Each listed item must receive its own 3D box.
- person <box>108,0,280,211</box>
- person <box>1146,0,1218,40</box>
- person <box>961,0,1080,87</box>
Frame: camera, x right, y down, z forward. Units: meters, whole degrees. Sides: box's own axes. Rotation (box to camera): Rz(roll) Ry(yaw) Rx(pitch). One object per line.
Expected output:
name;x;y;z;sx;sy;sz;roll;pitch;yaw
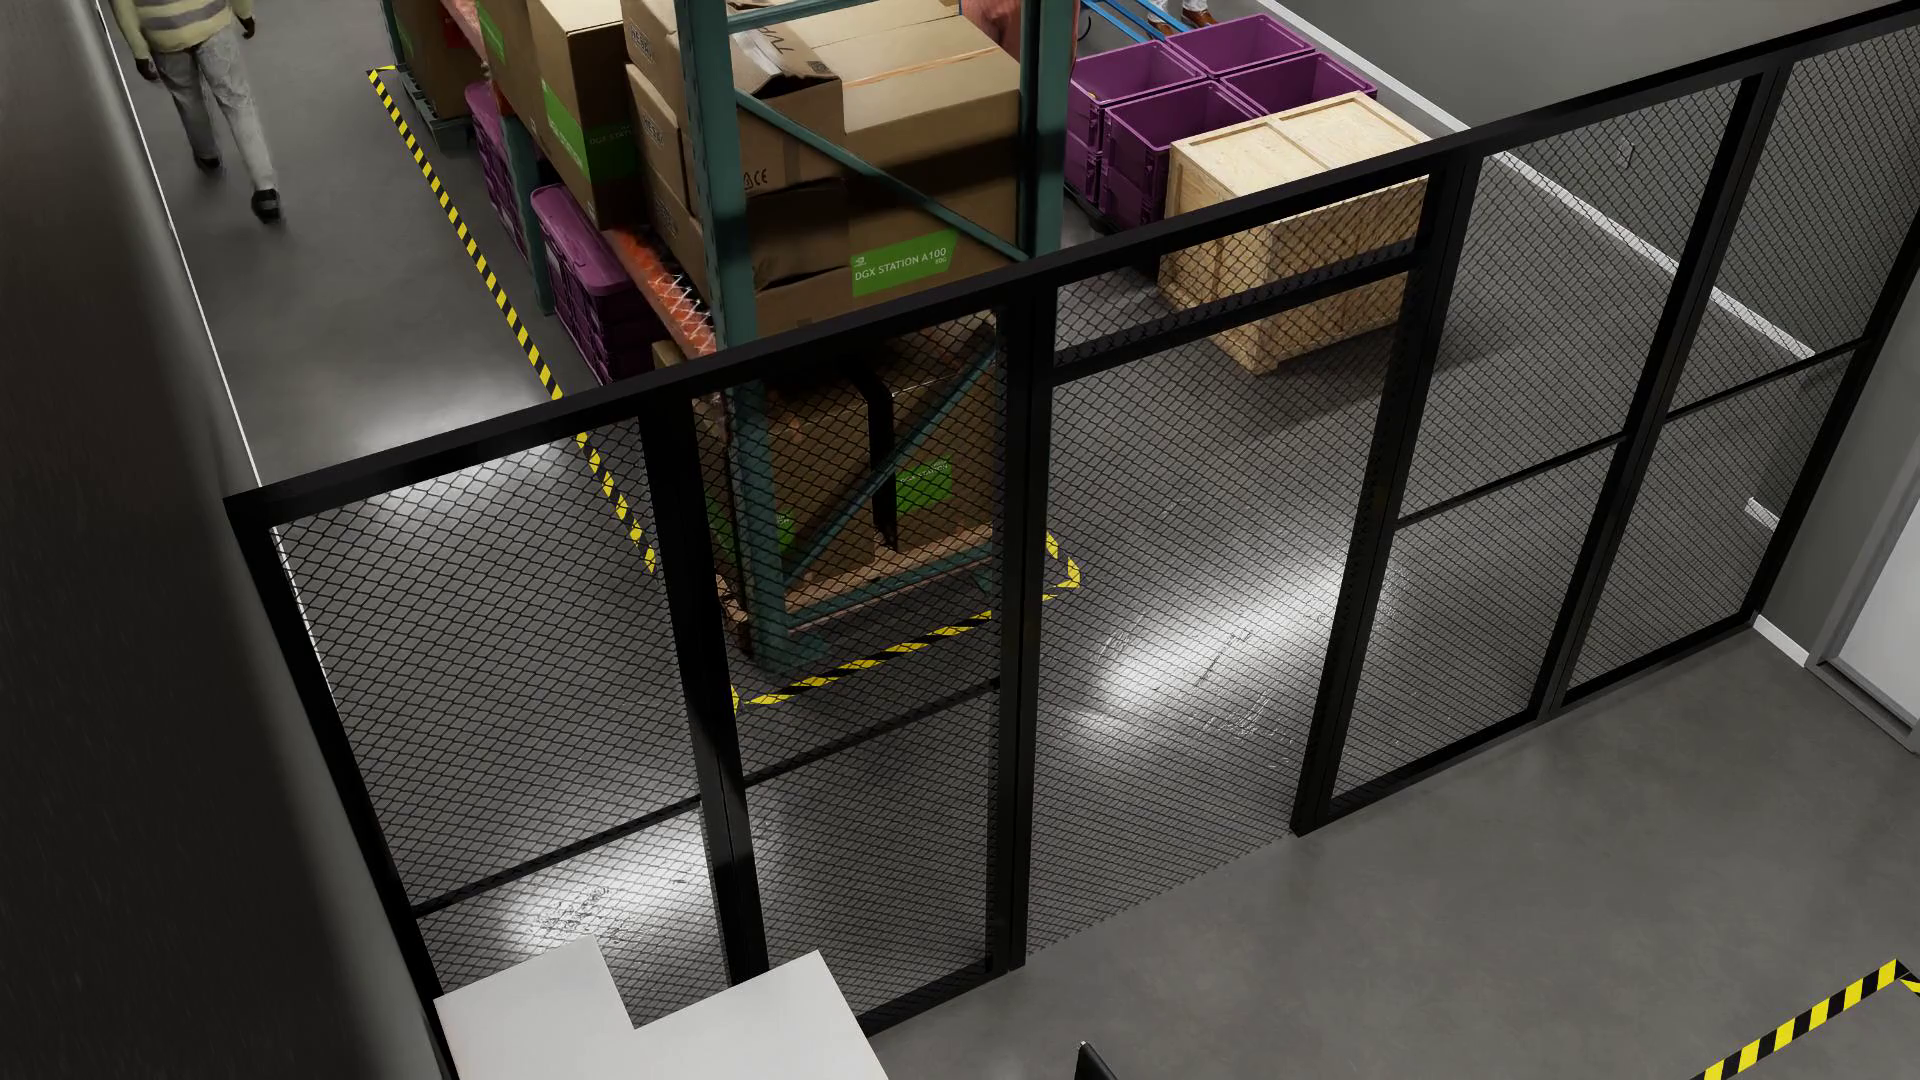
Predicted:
person;-3.561;-2.399;7.683;0.608;1.789;0.934;-25;48;-25
person;1.288;-3.630;8.916;0.629;1.939;0.372;-20;46;-21
person;0.226;-1.811;6.886;0.612;1.995;0.382;-32;51;-30
